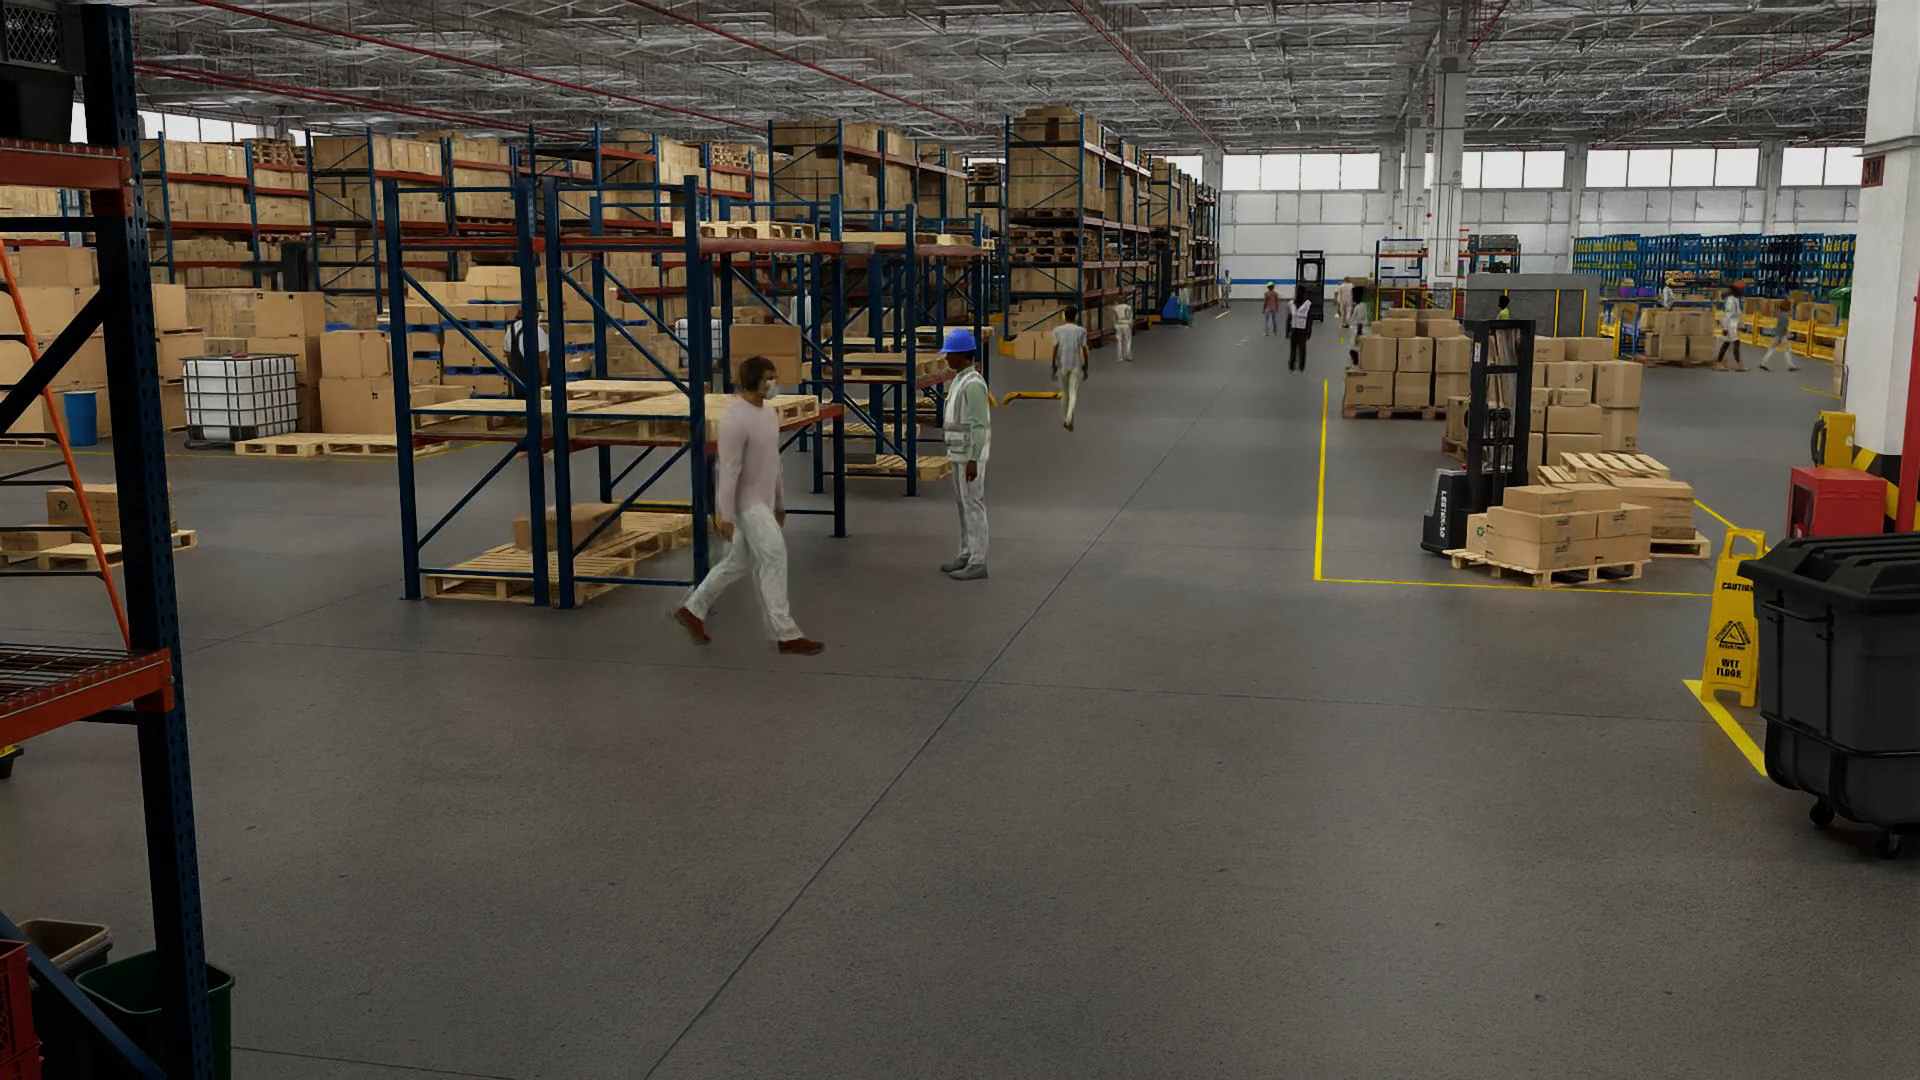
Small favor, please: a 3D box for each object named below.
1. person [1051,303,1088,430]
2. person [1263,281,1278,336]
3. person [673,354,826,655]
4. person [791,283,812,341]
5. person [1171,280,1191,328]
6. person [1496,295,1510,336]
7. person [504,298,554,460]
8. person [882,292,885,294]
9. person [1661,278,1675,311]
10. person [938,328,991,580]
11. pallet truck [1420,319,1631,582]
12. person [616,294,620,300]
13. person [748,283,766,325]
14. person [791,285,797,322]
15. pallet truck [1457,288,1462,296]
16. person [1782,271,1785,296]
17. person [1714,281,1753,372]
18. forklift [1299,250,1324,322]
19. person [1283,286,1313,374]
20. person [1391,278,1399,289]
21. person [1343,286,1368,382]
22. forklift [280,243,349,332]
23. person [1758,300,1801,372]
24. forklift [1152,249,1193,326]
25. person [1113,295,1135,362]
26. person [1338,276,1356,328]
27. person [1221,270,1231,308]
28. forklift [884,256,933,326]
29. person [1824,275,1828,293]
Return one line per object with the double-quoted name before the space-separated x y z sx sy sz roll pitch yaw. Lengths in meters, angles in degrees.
"person" 1.581 -2.504 24.130 0.528 1.849 0.781 2 10 12
"person" 10.074 -7.512 54.006 0.532 1.764 0.330 -4 10 -21
"person" -1.369 -0.224 10.474 1.001 1.900 0.638 2 10 14
"person" -3.582 -4.923 38.139 0.632 1.938 0.359 -7 12 -36
"person" 7.974 -8.506 59.997 0.903 1.722 0.526 -2 10 -12
"person" 11.764 -4.450 36.052 0.320 1.698 0.531 3 10 15
"person" -5.276 -2.006 20.568 0.683 2.000 0.536 8 12 39
"person" -1.920 -5.917 44.087 0.609 1.929 1.076 3 10 19
"person" 24.698 -8.222 58.053 0.403 1.817 0.601 7 12 35
"person" 0.039 -0.663 12.895 0.402 1.943 0.609 -2 10 -12
"pallet truck" 4.543 -0.757 13.299 0.823 1.965 1.885 -4 10 -22
"person" -8.439 -5.239 40.923 0.524 1.631 0.320 0 10 -2
"person" -5.004 -5.415 41.218 1.020 1.874 0.731 6 11 32
"person" -4.091 -5.415 41.264 0.978 1.872 0.577 0 10 0
"pallet truck" 20.506 -9.785 68.819 0.653 1.274 1.630 2 10 12
"person" 39.478 -12.001 79.778 0.404 2.033 0.608 2 10 11
"person" 17.105 -4.685 36.577 0.913 1.992 0.610 5 11 30
"forklift" 13.778 -10.002 65.433 1.129 2.768 1.873 2 10 12
"person" 7.327 -4.541 36.057 0.669 1.880 0.416 7 12 38
"person" 21.849 -12.418 83.414 0.514 1.637 0.315 2 10 11
"person" 8.043 -4.130 33.382 0.545 1.952 0.615 3 10 16
"forklift" -14.396 -5.065 36.198 1.873 2.768 1.129 -1 10 -4
"person" 18.126 -4.515 36.748 0.845 1.592 0.506 2 10 12
"forklift" 7.646 -9.320 61.395 1.873 2.768 1.129 2 10 11
"person" 3.987 -5.114 40.233 0.579 1.599 0.732 5 11 29
"person" 14.057 -8.633 60.393 0.649 1.866 1.015 2 10 14
"person" 13.590 -12.824 84.898 0.602 1.949 0.393 -5 11 -25
"forklift" -1.351 -5.705 39.986 1.129 2.768 1.873 2 10 12
"person" 45.538 -13.124 87.296 0.370 1.740 0.570 3 10 19
